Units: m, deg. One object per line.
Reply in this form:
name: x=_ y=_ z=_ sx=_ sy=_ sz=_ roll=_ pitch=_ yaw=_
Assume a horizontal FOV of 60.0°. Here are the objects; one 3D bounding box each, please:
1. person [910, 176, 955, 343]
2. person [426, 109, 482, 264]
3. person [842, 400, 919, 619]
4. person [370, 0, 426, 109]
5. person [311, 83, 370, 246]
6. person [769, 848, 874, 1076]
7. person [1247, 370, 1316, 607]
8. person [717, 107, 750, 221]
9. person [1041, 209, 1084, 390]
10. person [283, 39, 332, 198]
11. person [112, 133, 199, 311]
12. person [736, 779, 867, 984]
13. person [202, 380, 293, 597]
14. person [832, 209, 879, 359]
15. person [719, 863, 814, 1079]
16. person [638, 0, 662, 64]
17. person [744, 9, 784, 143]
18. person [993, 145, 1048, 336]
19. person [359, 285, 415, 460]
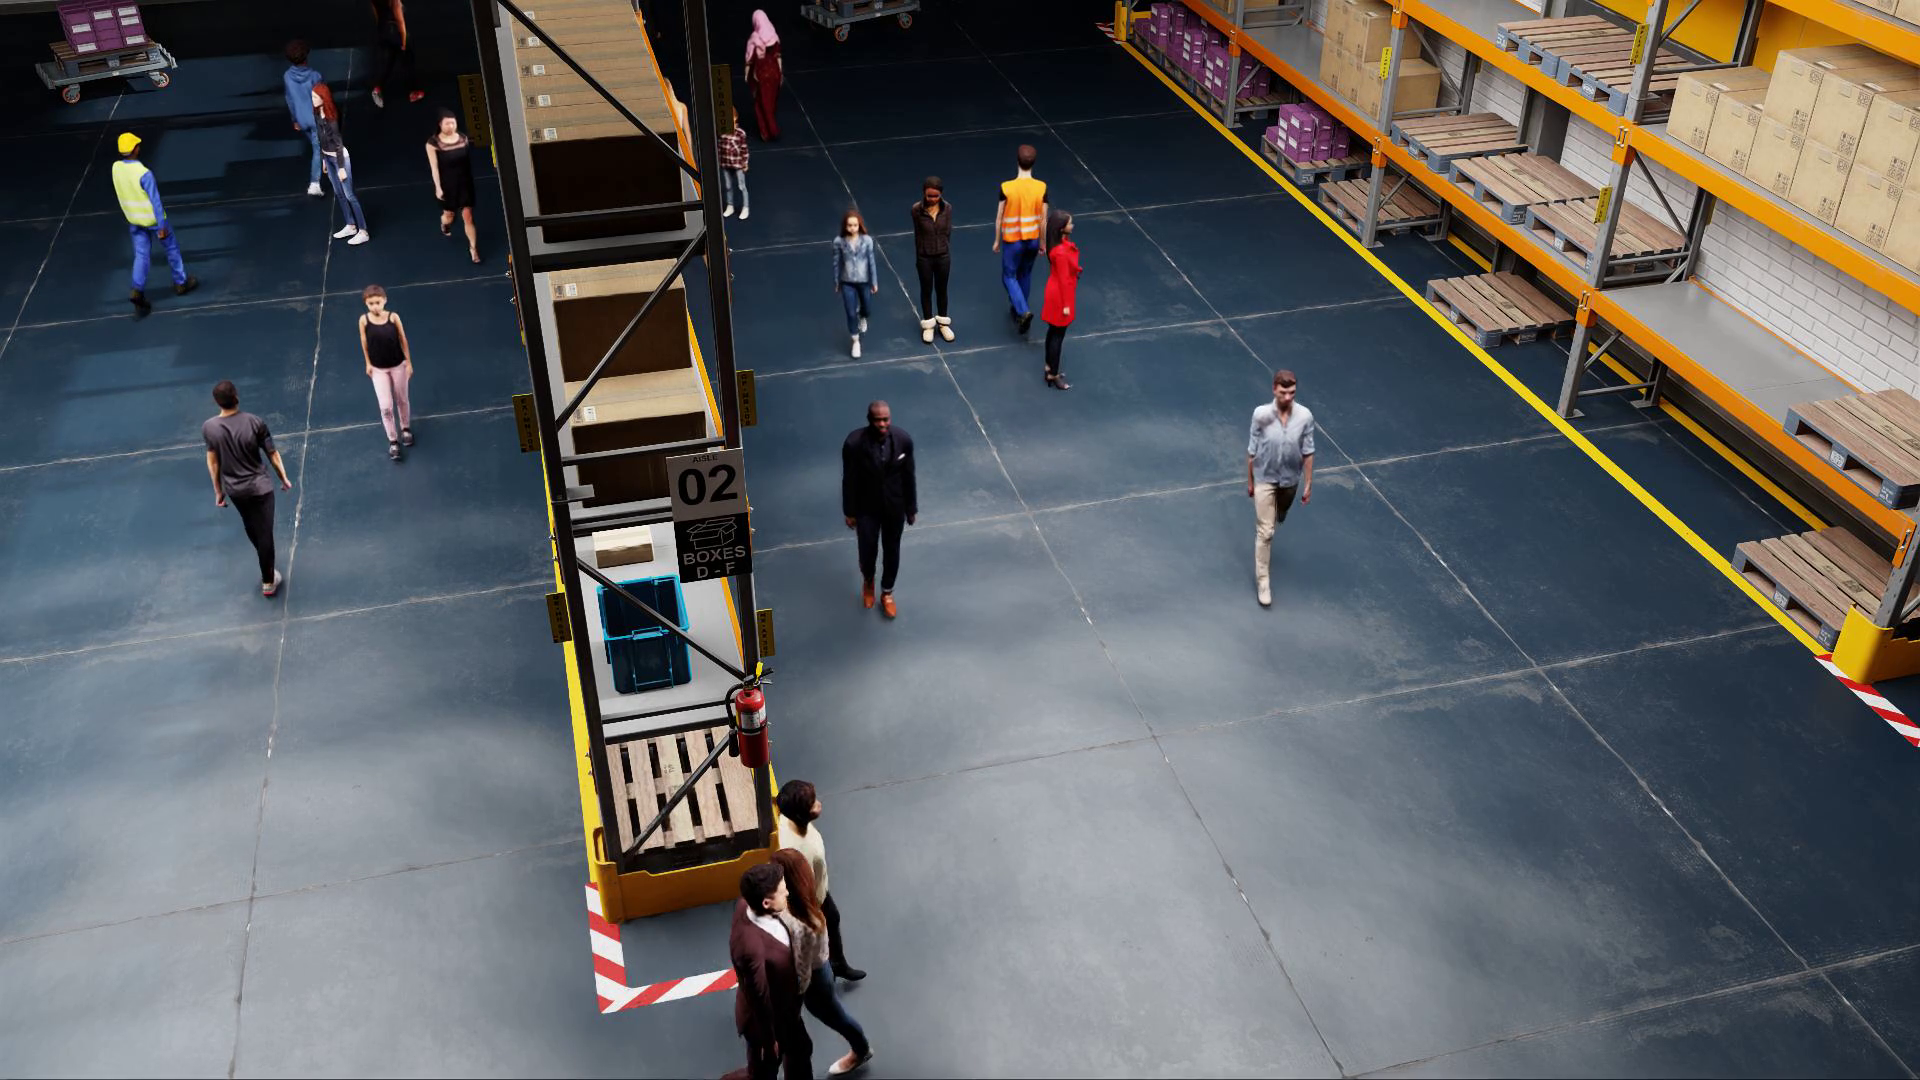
person: x=-0.271 y=-2.796 z=16.360 sx=0.615 sy=1.662 sz=0.546 roll=-8 pitch=35 yaw=-12
person: x=-5.453 y=-3.800 z=17.840 sx=0.840 sy=1.695 sz=1.013 roll=-23 pitch=40 yaw=-30
person: x=-0.615 y=-0.280 z=12.438 sx=0.696 sy=1.813 sz=0.623 roll=-8 pitch=34 yaw=-11
person: x=-7.553 y=-6.609 z=21.976 sx=1.070 sy=1.794 sz=1.205 roll=13 pitch=36 yaw=18
person: x=-6.838 y=-4.137 z=18.264 sx=0.612 sy=1.787 sz=0.702 roll=25 pitch=41 yaw=33
person: x=-0.718 y=2.268 z=8.718 sx=0.745 sy=1.687 sz=1.049 roll=-13 pitch=36 yaw=-19
person: x=2.424 y=-0.507 z=12.778 sx=0.839 sy=1.814 sz=1.244 roll=-2 pitch=34 yaw=-2
person: x=-2.589 y=-4.325 z=18.983 sx=0.624 sy=1.305 sz=0.657 roll=10 pitch=35 yaw=15
person: x=0.925 y=-2.245 z=15.453 sx=0.713 sy=1.748 sz=0.597 roll=-3 pitch=34 yaw=-4
person: x=-7.585 y=-4.885 z=19.397 sx=1.014 sy=1.778 sz=1.262 roll=6 pitch=34 yaw=9
person: x=-8.317 y=-3.214 z=16.877 sx=0.993 sy=1.785 sz=1.251 roll=6 pitch=34 yaw=9
person: x=-0.933 y=1.994 z=9.247 sx=0.718 sy=1.558 sz=0.933 roll=-5 pitch=34 yaw=-7
person: x=-5.412 y=-0.350 z=12.608 sx=0.737 sy=1.742 sz=0.924 roll=-3 pitch=34 yaw=-5
person: x=-1.013 y=-2.530 z=16.136 sx=0.640 sy=1.467 sz=0.789 roll=-4 pitch=34 yaw=-7
person: x=-1.056 y=2.381 z=8.413 sx=0.905 sy=1.837 sz=1.122 roll=-2 pitch=34 yaw=-3
person: x=-4.259 y=-6.843 z=22.387 sx=0.638 sy=1.730 sz=1.054 roll=-8 pitch=34 yaw=-12
person: x=-2.445 y=-5.853 z=20.991 sx=0.815 sy=1.627 sz=1.020 roll=-17 pitch=37 yaw=-24
person: x=0.616 y=-2.912 z=16.349 sx=0.685 sy=1.867 sz=1.010 roll=-9 pitch=35 yaw=-13
person: x=-5.010 y=-1.544 z=14.574 sx=0.571 sy=1.553 sz=0.777 roll=-11 pitch=35 yaw=-16
